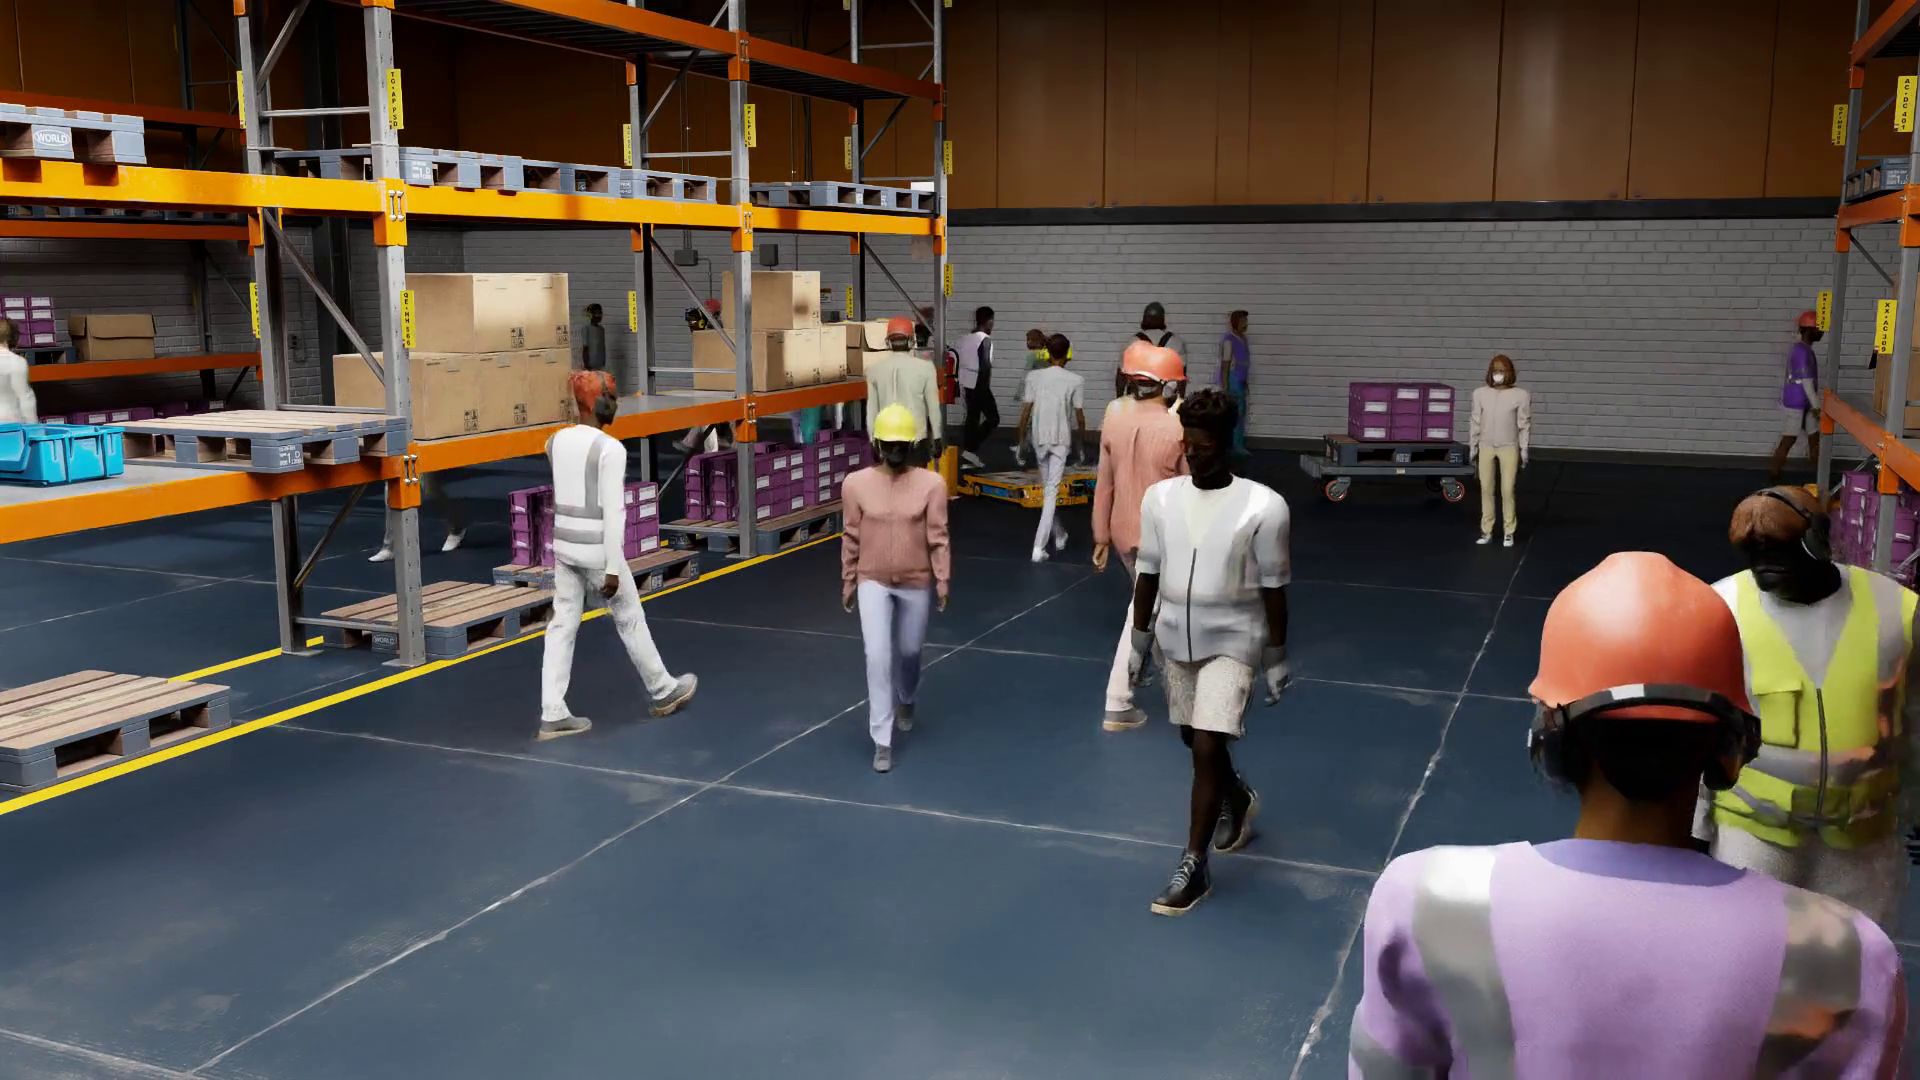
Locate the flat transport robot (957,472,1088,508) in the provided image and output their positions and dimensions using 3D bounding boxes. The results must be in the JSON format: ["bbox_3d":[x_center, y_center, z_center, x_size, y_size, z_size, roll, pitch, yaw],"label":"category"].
[{"bbox_3d":[0.613,-0.523,16.761,0.652,0.197,1.431,-6,11,-31],"label":"flat transport robot"}]

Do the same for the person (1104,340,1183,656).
[{"bbox_3d":[1.083,-0.246,10.092,0.568,1.915,0.621,6,11,30],"label":"person"}]

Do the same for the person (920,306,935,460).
[{"bbox_3d":[-0.462,-1.863,20.026,0.768,1.883,0.660,-9,13,-43],"label":"person"}]

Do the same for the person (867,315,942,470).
[{"bbox_3d":[-0.484,-0.847,13.606,0.626,1.968,0.811,3,10,19],"label":"person"}]

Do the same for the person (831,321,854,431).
[{"bbox_3d":[-1.346,-1.741,19.810,0.484,1.707,0.713,-1,9,-7],"label":"person"}]

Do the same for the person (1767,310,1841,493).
[{"bbox_3d":[8.810,-1.396,17.136,0.836,1.904,0.556,6,11,33],"label":"person"}]

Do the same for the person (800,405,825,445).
[{"bbox_3d":[-1.643,-1.571,18.682,0.573,1.740,0.545,-1,9,-5],"label":"person"}]

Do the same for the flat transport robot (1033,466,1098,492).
[{"bbox_3d":[1.359,-0.648,17.520,1.431,0.197,0.652,-6,11,-30],"label":"flat transport robot"}]

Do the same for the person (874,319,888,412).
[{"bbox_3d":[-0.750,-1.496,18.056,0.475,1.795,0.626,-2,10,-14],"label":"person"}]

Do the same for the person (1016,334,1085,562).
[{"bbox_3d":[0.759,-0.761,13.529,0.527,1.811,0.932,4,10,21],"label":"person"}]

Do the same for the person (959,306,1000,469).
[{"bbox_3d":[0.216,-1.758,19.323,0.456,1.898,0.679,-4,10,-23],"label":"person"}]

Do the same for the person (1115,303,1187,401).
[{"bbox_3d":[1.972,-1.493,17.290,0.709,2.000,0.993,0,9,0],"label":"person"}]

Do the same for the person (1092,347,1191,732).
[{"bbox_3d":[1.055,-0.023,8.653,1.020,1.940,0.612,-9,13,-43],"label":"person"}]

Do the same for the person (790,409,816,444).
[{"bbox_3d":[-1.817,-1.761,19.473,0.644,1.869,0.769,2,10,13],"label":"person"}]

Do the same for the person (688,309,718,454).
[{"bbox_3d":[-3.043,-1.796,19.689,0.316,1.858,0.516,-3,10,-20],"label":"person"}]

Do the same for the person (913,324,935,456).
[{"bbox_3d":[-0.441,-1.733,19.852,0.541,1.679,0.649,7,12,36],"label":"person"}]

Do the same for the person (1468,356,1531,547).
[{"bbox_3d":[4.554,-0.743,14.059,0.510,1.614,0.357,6,11,33],"label":"person"}]

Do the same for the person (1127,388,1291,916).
[{"bbox_3d":[0.974,0.369,6.366,0.614,1.932,0.965,7,11,35],"label":"person"}]

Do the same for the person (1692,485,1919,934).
[{"bbox_3d":[2.308,0.753,4.427,0.778,1.804,0.434,2,10,14],"label":"person"}]

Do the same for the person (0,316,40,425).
[{"bbox_3d":[-8.315,-0.994,14.609,0.659,1.923,0.473,5,11,29],"label":"person"}]

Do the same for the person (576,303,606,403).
[{"bbox_3d":[-5.341,-2.514,24.106,0.842,1.841,0.518,5,11,27],"label":"person"}]

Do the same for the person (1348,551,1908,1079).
[{"bbox_3d":[0.810,1.008,2.200,0.622,2.016,0.776,2,10,13],"label":"person"}]

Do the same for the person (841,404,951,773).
[{"bbox_3d":[-0.314,0.183,8.097,0.526,1.728,0.847,-1,9,-4],"label":"person"}]

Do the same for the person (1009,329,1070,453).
[{"bbox_3d":[1.011,-1.836,20.764,0.887,1.580,0.511,5,11,30],"label":"person"}]

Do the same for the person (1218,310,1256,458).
[{"bbox_3d":[3.350,-1.942,20.638,0.673,1.830,0.575,5,10,25],"label":"person"}]

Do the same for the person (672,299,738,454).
[{"bbox_3d":[-3.134,-2.020,20.771,0.987,1.938,0.602,4,10,22],"label":"person"}]

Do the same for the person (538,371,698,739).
[{"bbox_3d":[-1.801,0.057,8.511,0.580,1.839,0.956,7,11,35],"label":"person"}]

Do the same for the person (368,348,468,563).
[{"bbox_3d":[-4.409,-0.793,13.511,0.601,1.891,0.937,5,11,27],"label":"person"}]

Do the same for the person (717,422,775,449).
[{"bbox_3d":[-2.773,-1.985,21.412,0.872,1.647,0.549,1,9,7],"label":"person"}]
